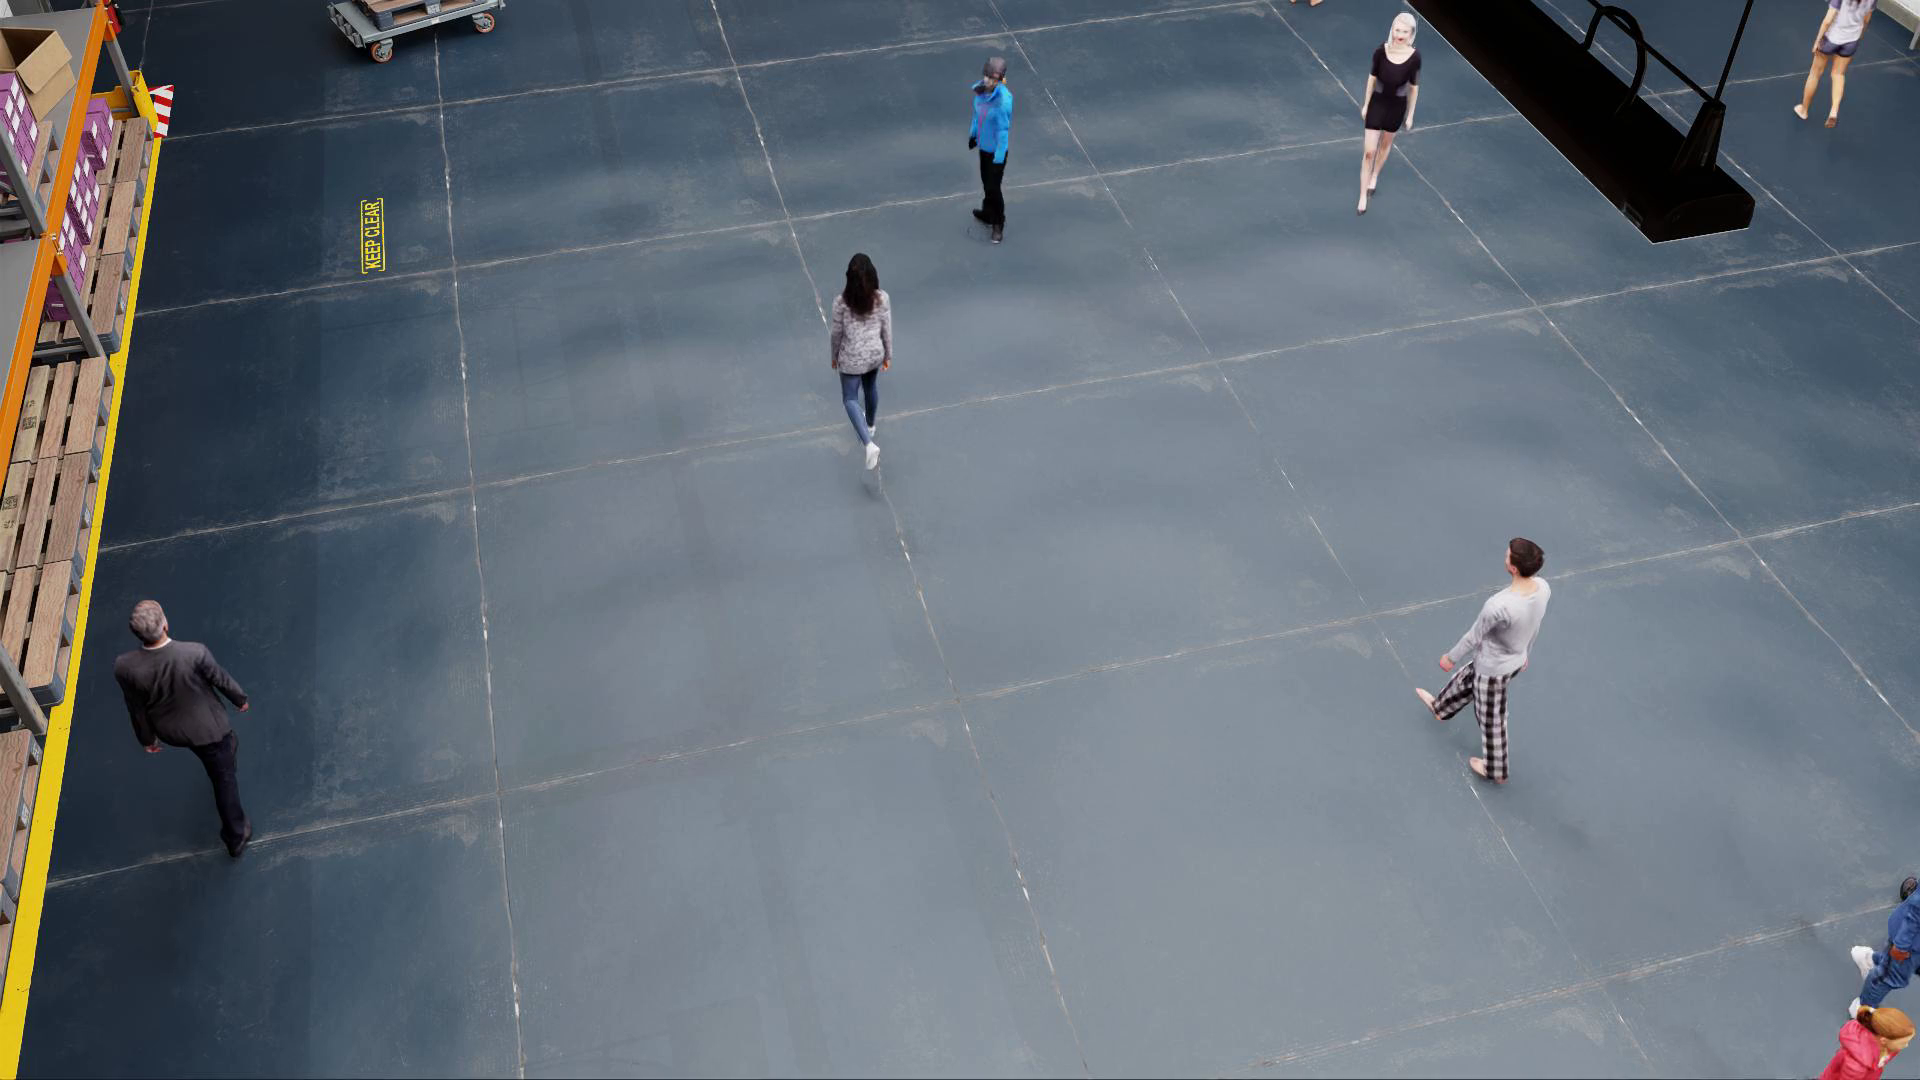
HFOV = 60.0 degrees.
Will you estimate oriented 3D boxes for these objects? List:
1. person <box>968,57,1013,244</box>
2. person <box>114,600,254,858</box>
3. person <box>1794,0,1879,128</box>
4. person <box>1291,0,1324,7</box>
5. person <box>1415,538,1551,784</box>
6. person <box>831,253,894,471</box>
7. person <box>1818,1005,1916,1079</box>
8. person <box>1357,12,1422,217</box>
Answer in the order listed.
[{"bbox_3d":[0.276,-3.443,14.491,0.863,1.781,0.532,-9,44,-9],"label":"person"},{"bbox_3d":[-4.472,1.126,9.686,0.806,1.794,1.199,-7,44,-8],"label":"person"},{"bbox_3d":[8.424,-4.726,15.884,0.768,1.717,0.963,2,44,3],"label":"person"},{"bbox_3d":[3.795,-6.563,17.879,0.671,1.626,0.723,18,46,18],"label":"person"},{"bbox_3d":[3.305,0.792,10.022,0.910,1.813,1.169,-29,51,-27],"label":"person"},{"bbox_3d":[-0.717,-1.304,12.299,0.649,1.708,1.018,-13,45,-13],"label":"person"},{"bbox_3d":[4.357,2.714,8.393,0.664,1.279,0.987,-21,48,-21],"label":"person"},{"bbox_3d":[3.848,-3.901,14.954,0.886,1.807,1.069,8,44,8],"label":"person"}]
